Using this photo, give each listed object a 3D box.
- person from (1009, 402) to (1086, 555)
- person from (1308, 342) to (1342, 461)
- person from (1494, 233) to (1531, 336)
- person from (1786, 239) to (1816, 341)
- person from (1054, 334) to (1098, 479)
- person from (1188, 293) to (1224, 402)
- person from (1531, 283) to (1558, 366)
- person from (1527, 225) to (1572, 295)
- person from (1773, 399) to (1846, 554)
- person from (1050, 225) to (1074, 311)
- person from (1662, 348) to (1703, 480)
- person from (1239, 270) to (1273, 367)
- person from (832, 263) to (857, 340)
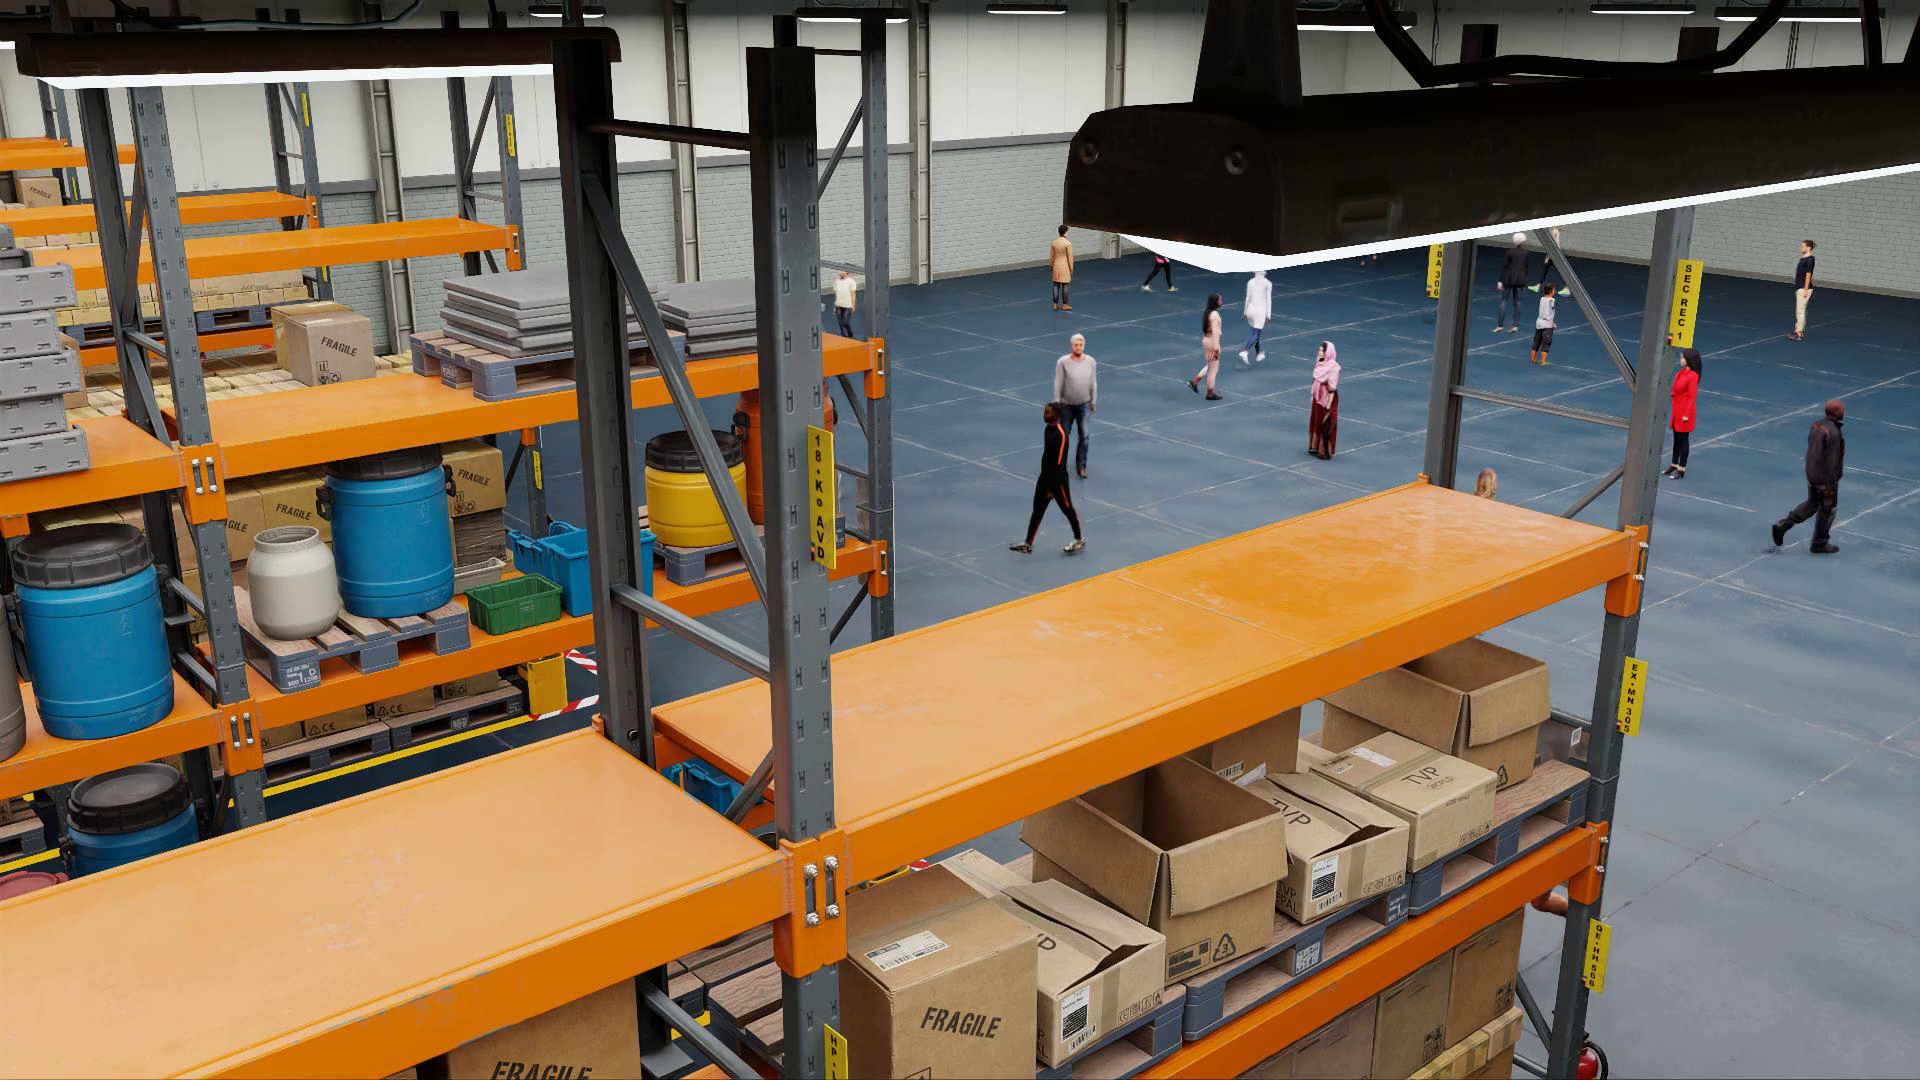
[{"bbox_3d":[1.159,-0.668,18.883,1.228,1.760,0.823,-9,20,-26],"label":"person"},{"bbox_3d":[5.054,-1.946,23.016,0.740,1.632,0.763,-7,19,-19],"label":"person"},{"bbox_3d":[9.556,-4.460,28.831,0.825,1.778,0.810,0,18,-1],"label":"person"},{"bbox_3d":[15.779,-4.685,31.076,0.869,1.848,0.801,5,19,14],"label":"person"},{"bbox_3d":[1.517,-1.823,22.241,1.244,1.877,1.212,-1,18,-4],"label":"person"},{"bbox_3d":[3.892,-3.039,26.241,0.944,1.713,0.868,-1,18,-3],"label":"person"},{"bbox_3d":[10.213,-3.810,29.033,0.514,1.450,0.597,-12,21,-32],"label":"person"},{"bbox_3d":[12.806,-6.052,35.594,1.005,1.651,1.150,10,21,29],"label":"person"},{"bbox_3d":[9.742,-0.718,18.972,1.136,1.800,1.034,-1,18,-2],"label":"person"},{"bbox_3d":[2.072,-5.575,34.007,0.739,1.726,0.747,9,20,26],"label":"person"},{"bbox_3d":[9.577,-1.680,22.008,0.794,1.749,0.739,1,18,2],"label":"person"},{"bbox_3d":[5.068,-3.847,28.716,0.852,1.717,1.281,14,23,36],"label":"person"},{"bbox_3d":[-2.053,-4.201,30.029,0.691,1.577,0.724,9,20,26],"label":"person"}]
